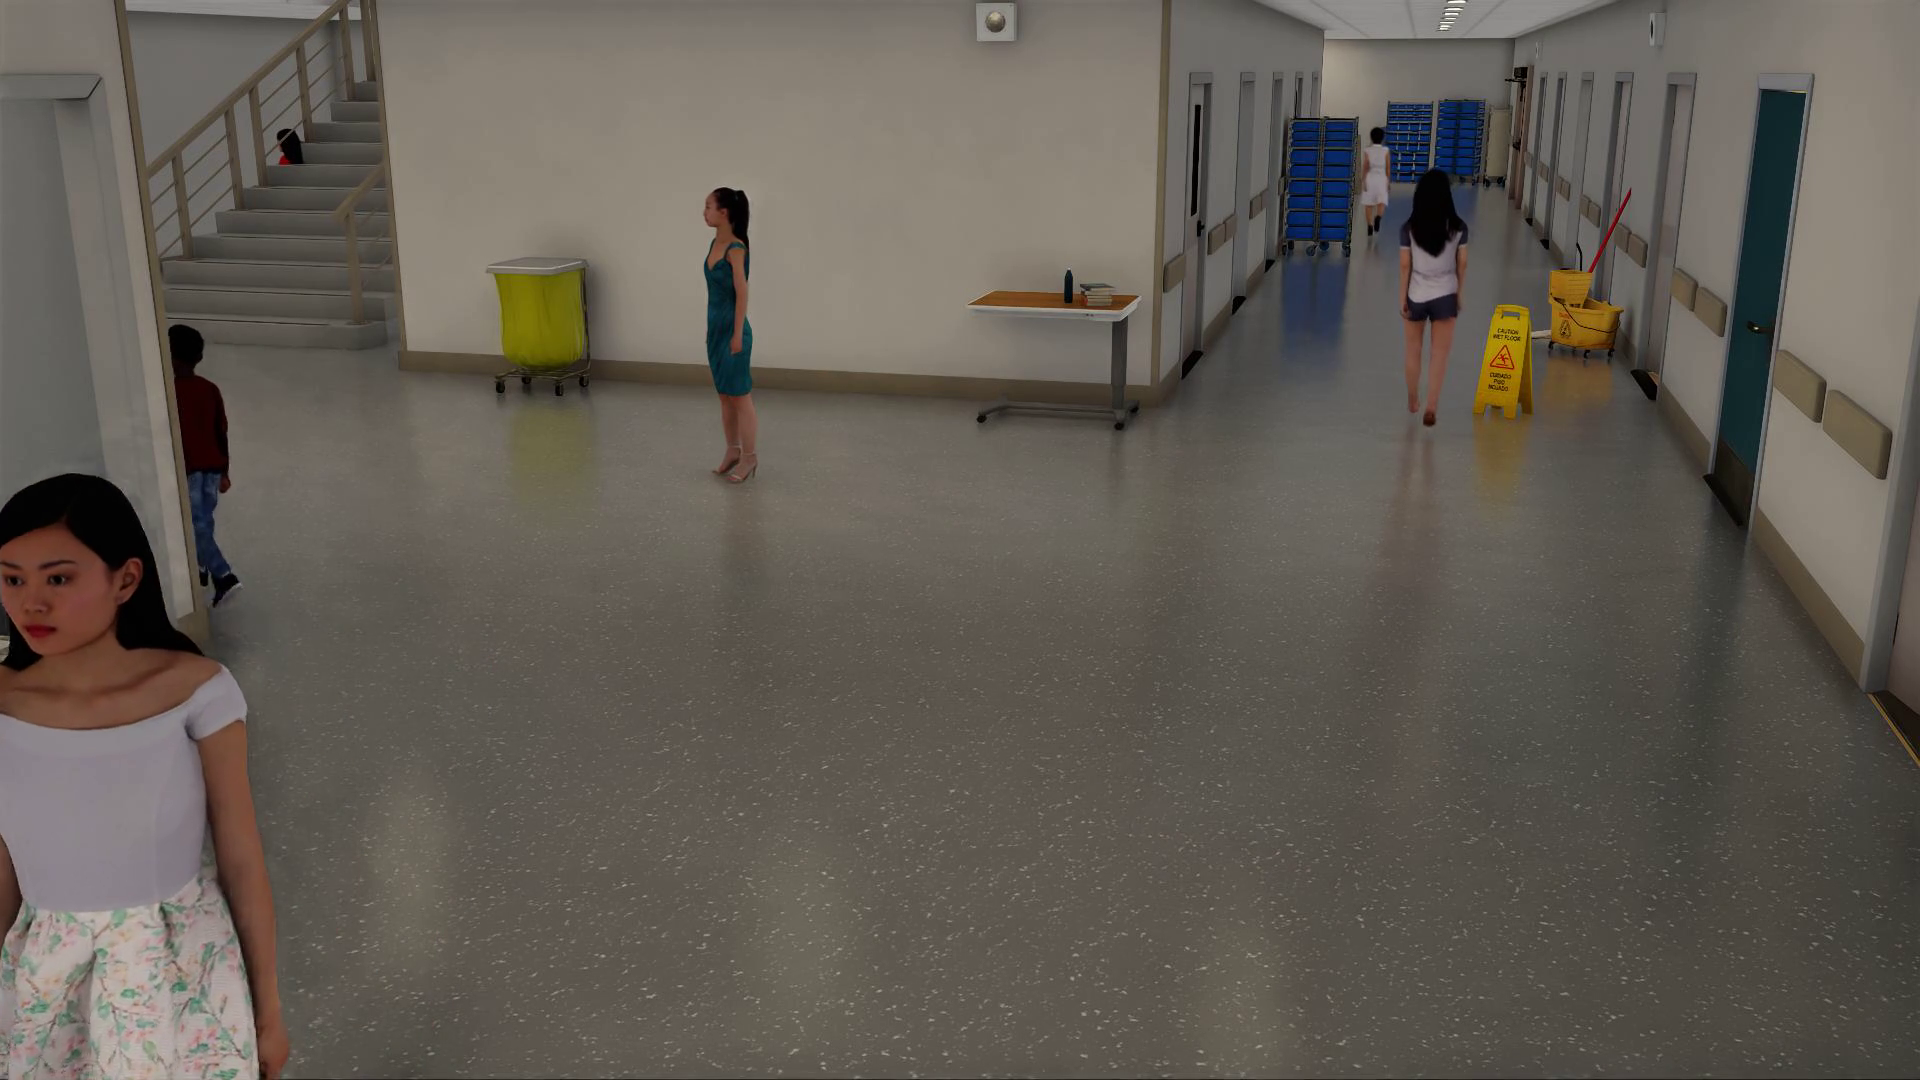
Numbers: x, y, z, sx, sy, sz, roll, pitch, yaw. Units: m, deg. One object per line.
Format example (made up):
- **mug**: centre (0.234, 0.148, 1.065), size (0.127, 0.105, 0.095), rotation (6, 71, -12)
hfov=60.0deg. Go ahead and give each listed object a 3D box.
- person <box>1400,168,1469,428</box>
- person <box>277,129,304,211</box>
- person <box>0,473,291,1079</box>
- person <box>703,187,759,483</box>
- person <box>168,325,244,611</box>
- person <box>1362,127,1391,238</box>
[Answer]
- **person**: centre (3.132, -1.576, 11.043), size (0.605, 1.670, 1.097), rotation (5, 16, 16)
- **person**: centre (-6.901, -3.385, 17.316), size (0.697, 1.749, 0.574), rotation (2, 16, 8)
- **person**: centre (-1.270, 0.750, 2.641), size (0.860, 1.753, 1.106), rotation (-2, 16, -7)
- **person**: centre (-1.330, -1.177, 9.598), size (0.674, 1.687, 0.616), rotation (-9, 18, -29)
- **person**: centre (-3.368, -0.314, 7.349), size (0.705, 1.246, 0.845), rotation (9, 18, 30)
- **person**: centre (5.946, -5.085, 23.736), size (0.553, 1.538, 0.857), rotation (3, 16, 12)
